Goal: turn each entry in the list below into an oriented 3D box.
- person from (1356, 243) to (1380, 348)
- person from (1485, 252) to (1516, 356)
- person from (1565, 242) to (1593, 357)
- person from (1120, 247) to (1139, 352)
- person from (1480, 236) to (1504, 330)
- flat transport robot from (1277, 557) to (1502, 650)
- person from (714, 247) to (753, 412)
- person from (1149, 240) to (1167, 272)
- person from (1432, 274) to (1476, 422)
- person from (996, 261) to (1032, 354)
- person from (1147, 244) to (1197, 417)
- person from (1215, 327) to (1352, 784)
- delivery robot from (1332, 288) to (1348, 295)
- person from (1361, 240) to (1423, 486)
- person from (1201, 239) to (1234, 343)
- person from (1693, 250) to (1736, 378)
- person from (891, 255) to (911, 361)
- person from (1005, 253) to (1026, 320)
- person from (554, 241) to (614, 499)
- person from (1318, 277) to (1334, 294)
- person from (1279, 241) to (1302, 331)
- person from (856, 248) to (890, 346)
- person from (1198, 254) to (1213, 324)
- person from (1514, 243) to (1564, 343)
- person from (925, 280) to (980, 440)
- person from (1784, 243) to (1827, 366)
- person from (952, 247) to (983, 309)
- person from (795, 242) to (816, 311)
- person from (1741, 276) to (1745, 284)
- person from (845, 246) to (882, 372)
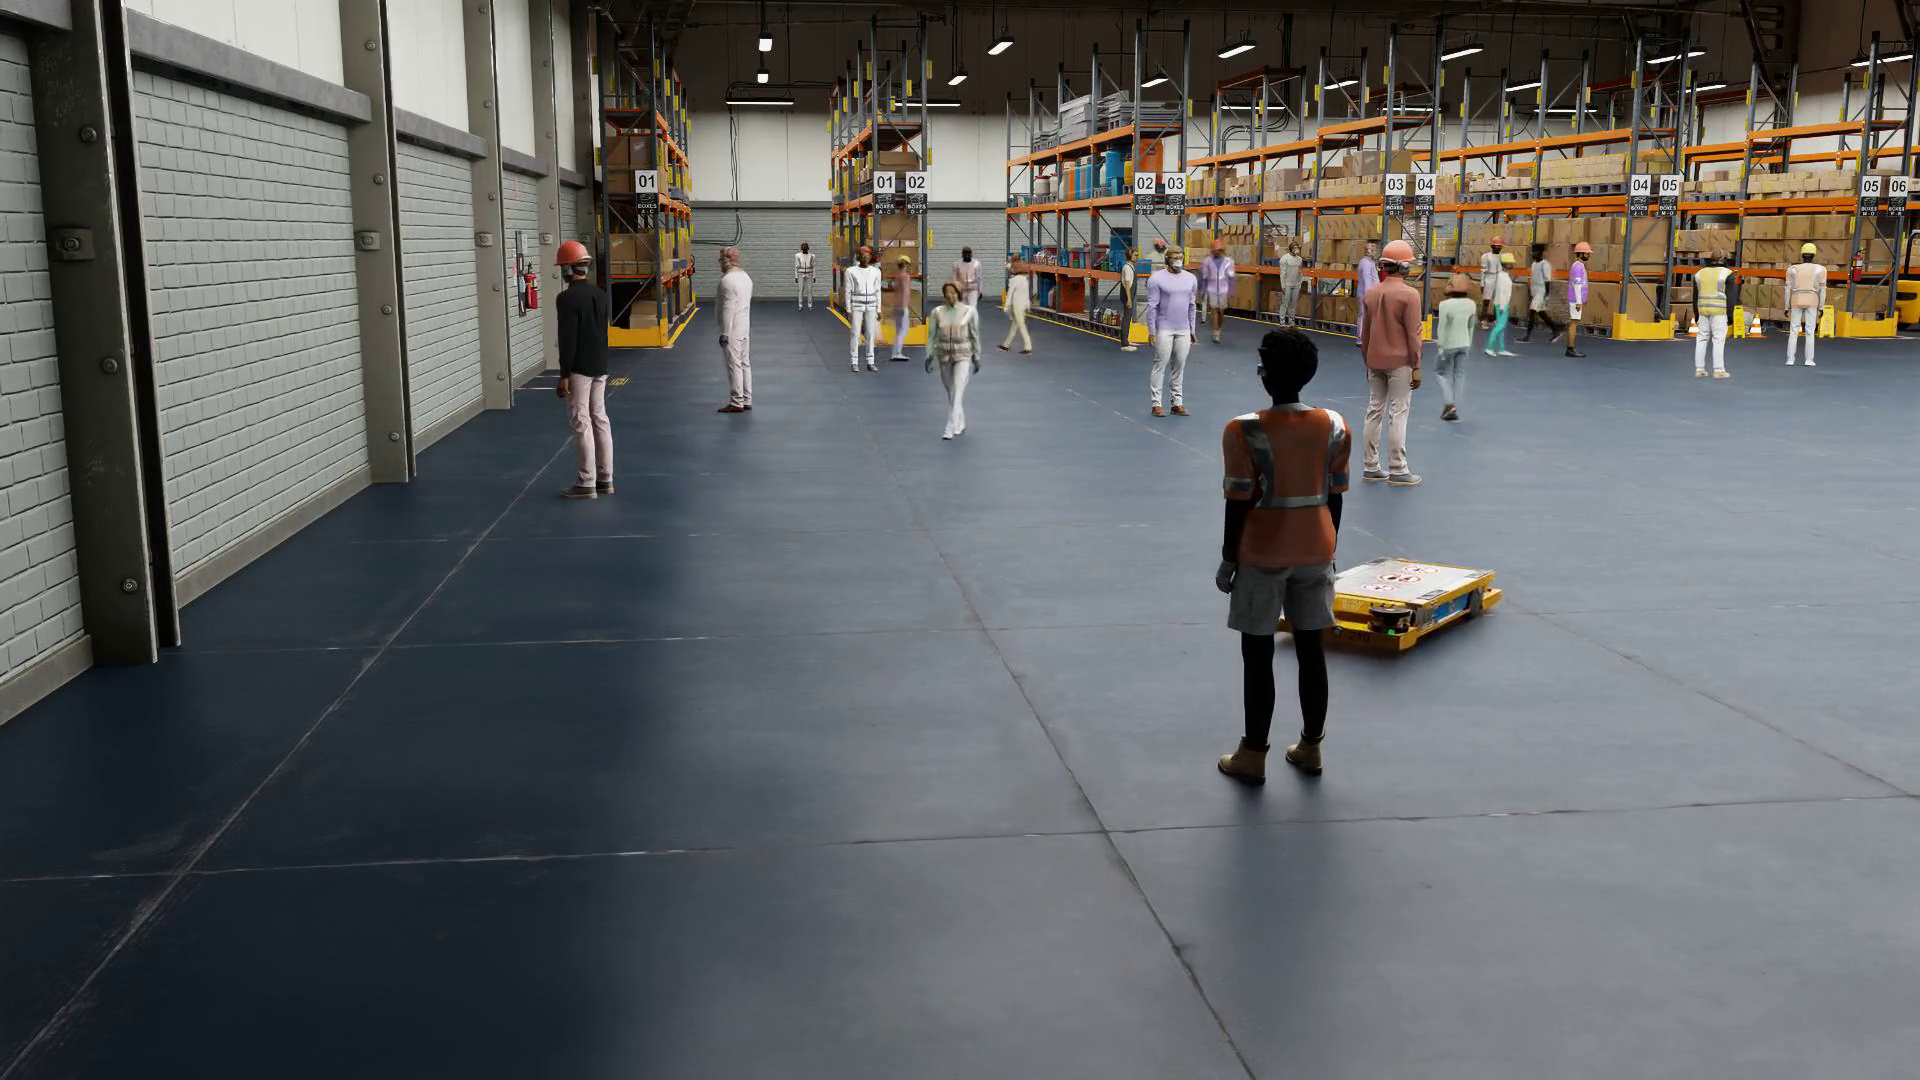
[{"bbox_3d":[7.502,-4.487,30.560,0.403,1.906,0.651,1,10,8],"label":"person"},{"bbox_3d":[9.282,-4.014,28.384,0.348,1.775,0.531,5,11,26],"label":"person"},{"bbox_3d":[10.470,-4.062,28.139,0.361,1.939,0.543,3,11,18],"label":"person"},{"bbox_3d":[3.006,-4.273,29.557,0.326,1.843,0.517,1,10,7],"label":"person"},{"bbox_3d":[11.605,-5.562,36.111,0.606,2.035,0.405,-1,10,-5],"label":"person"},{"bbox_3d":[2.291,0.308,8.758,0.652,0.197,1.431,8,13,36],"label":"flat transport robot"},{"bbox_3d":[-2.647,-2.434,19.312,0.402,1.904,0.652,3,11,15],"label":"person"},{"bbox_3d":[4.694,-6.245,40.124,0.415,1.950,0.693,7,12,33],"label":"person"},{"bbox_3d":[5.418,-2.106,18.285,0.510,1.618,0.358,-3,11,-17],"label":"person"},{"bbox_3d":[0.929,-4.021,28.841,0.828,1.586,0.525,7,12,33],"label":"person"},{"bbox_3d":[2.400,-2.364,18.831,0.635,1.937,0.352,-4,11,-22],"label":"person"},{"bbox_3d":[1.193,0.063,6.184,0.535,1.700,0.318,-4,11,-21],"label":"person"},{"bbox_3d":[11.382,-7.322,49.550,0.707,0.478,0.477,1,10,4],"label":"delivery robot"},{"bbox_3d":[3.546,-1.444,13.627,0.375,1.997,0.612,-6,12,-32],"label":"person"},{"bbox_3d":[4.974,-4.804,32.133,0.629,1.983,1.037,1,10,7],"label":"person"},{"bbox_3d":[10.898,-3.260,24.027,0.430,1.840,0.620,-7,12,-33],"label":"person"},{"bbox_3d":[-0.953,-3.795,27.265,0.448,1.722,0.596,-4,11,-22],"label":"person"},{"bbox_3d":[1.356,-6.184,40.671,0.534,1.632,0.563,2,10,10],"label":"person"},{"bbox_3d":[-2.955,-1.318,12.953,0.398,1.989,0.621,4,11,20],"label":"person"},{"bbox_3d":[9.924,-7.053,45.176,0.500,1.710,0.844,0,10,-3],"label":"person"},{"bbox_3d":[7.143,-5.472,35.906,0.625,1.934,0.363,-7,12,-33],"label":"person"},{"bbox_3d":[-1.651,-4.473,30.760,0.838,1.804,0.653,8,13,38],"label":"person"},{"bbox_3d":[5.769,-5.818,38.603,0.499,1.634,0.279,1,10,4],"label":"person"},{"bbox_3d":[11.160,-4.728,31.846,0.971,1.931,0.619,-1,10,-4],"label":"person"},{"bbox_3d":[-0.073,-1.827,16.847,0.536,1.592,0.875,3,11,18],"label":"person"},{"bbox_3d":[13.265,-3.690,26.128,0.588,1.930,0.359,6,12,31],"label":"person"},{"bbox_3d":[0.141,-5.129,34.374,0.646,1.796,0.961,1,10,3],"label":"person"},{"bbox_3d":[-4.241,-7.221,45.611,0.581,1.882,0.346,-1,10,-6],"label":"person"},{"bbox_3d":[20.914,-7.101,44.876,0.581,1.919,0.391,-2,11,-12],"label":"person"},{"bbox_3d":[-1.453,-3.477,25.084,0.574,1.886,0.356,-4,11,-20],"label":"person"}]
